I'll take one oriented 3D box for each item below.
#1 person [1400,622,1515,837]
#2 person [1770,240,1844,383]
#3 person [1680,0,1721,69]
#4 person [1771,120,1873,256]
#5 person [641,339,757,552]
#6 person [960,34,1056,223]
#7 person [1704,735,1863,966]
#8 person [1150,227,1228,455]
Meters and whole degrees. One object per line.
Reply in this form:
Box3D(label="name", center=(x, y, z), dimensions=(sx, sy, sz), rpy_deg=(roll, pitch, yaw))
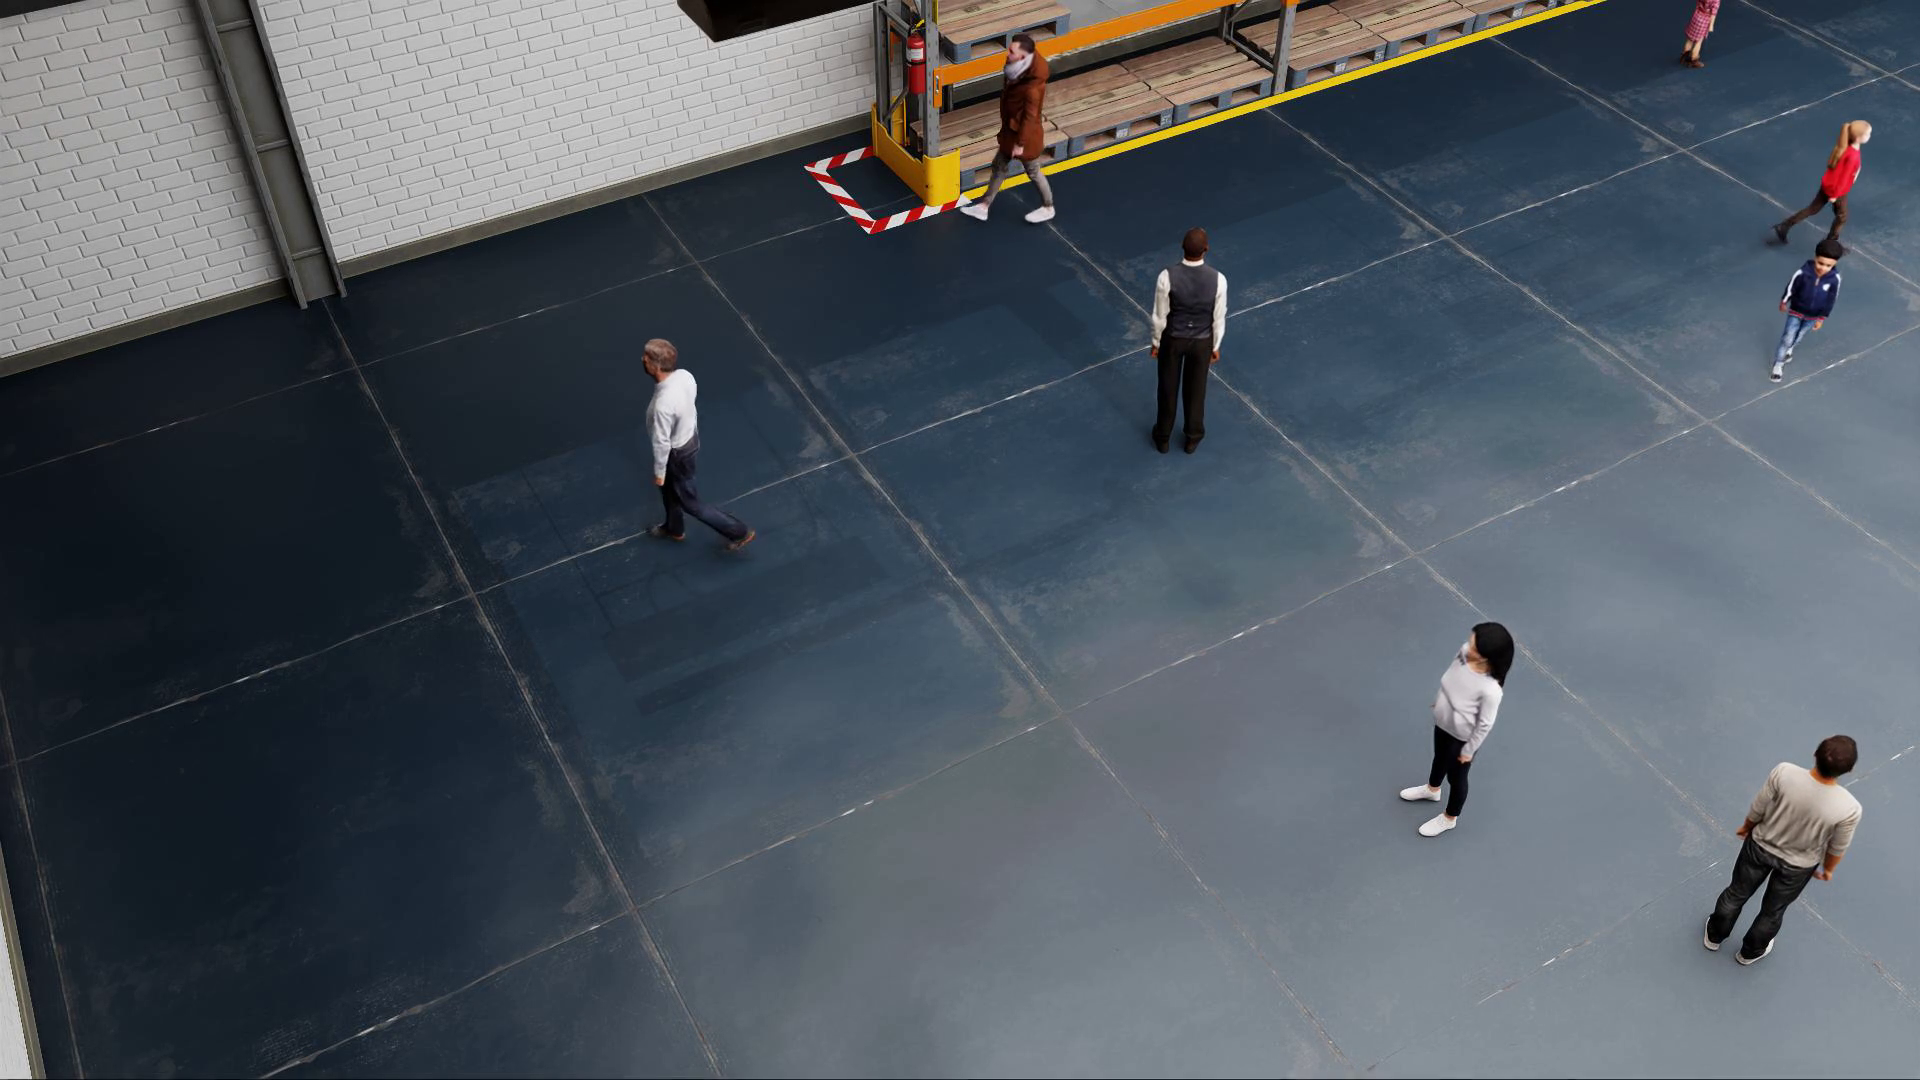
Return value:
Box3D(label="person", center=(2.929, 1.079, 9.702), dimensions=(0.662, 1.701, 0.683), rpy_deg=(-8, 44, -9))
Box3D(label="person", center=(6.713, -1.868, 13.164), dimensions=(0.788, 1.193, 0.885), rpy_deg=(16, 46, 16))
Box3D(label="person", center=(7.547, -5.306, 16.897), dimensions=(0.479, 1.022, 0.457), rpy_deg=(-14, 45, -14))
Box3D(label="person", center=(7.490, -3.049, 14.350), dimensions=(0.946, 1.267, 0.813), rpy_deg=(4, 44, 4))
Box3D(label="person", center=(-1.853, -0.582, 11.382), dimensions=(1.185, 1.790, 1.067), rpy_deg=(6, 44, 6))
Box3D(label="person", center=(0.626, -3.529, 14.475), dimensions=(1.174, 1.789, 0.890), rpy_deg=(-11, 45, -12))
Box3D(label="person", center=(4.454, 1.679, 8.993), dimensions=(0.727, 1.812, 0.672), rpy_deg=(30, 51, 28))
Box3D(label="person", center=(1.656, -1.447, 12.197), dimensions=(0.733, 1.918, 0.841), rpy_deg=(3, 44, 3))
